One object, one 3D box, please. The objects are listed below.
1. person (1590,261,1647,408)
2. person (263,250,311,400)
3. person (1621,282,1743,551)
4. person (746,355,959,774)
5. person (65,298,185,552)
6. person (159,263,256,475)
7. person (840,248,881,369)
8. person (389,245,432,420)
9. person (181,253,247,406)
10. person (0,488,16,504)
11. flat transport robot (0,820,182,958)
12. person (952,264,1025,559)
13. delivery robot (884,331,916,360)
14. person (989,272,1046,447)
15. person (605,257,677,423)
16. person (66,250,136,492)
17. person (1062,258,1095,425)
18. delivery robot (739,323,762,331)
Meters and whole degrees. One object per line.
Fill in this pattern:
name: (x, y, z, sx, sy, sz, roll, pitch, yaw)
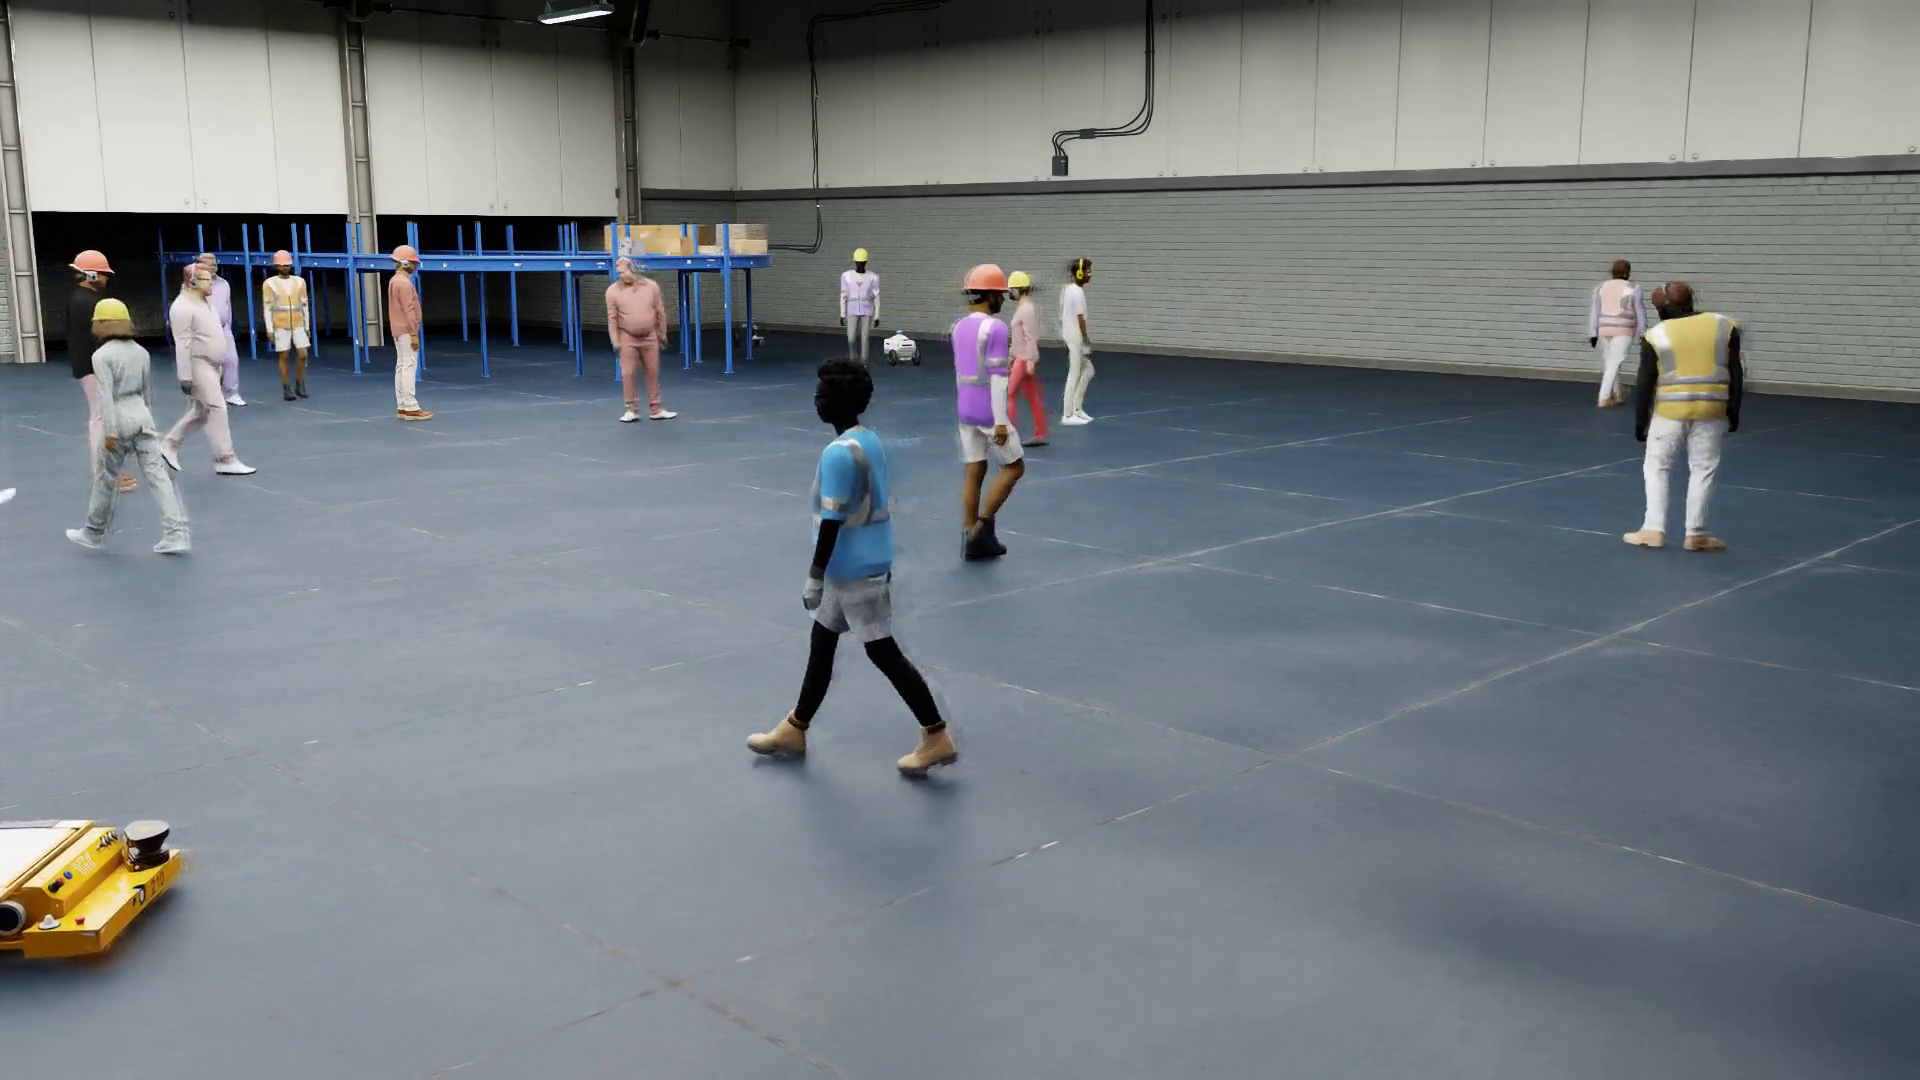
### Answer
person: (8.216, -2.560, 20.659, 0.963, 1.790, 0.630, -7, 13, -35)
person: (-8.621, -2.749, 21.348, 0.567, 1.914, 0.569, -8, 13, -37)
person: (4.891, -0.826, 11.217, 0.694, 1.809, 0.431, 2, 11, 13)
person: (-0.406, 0.099, 6.562, 0.902, 1.649, 0.544, 1, 10, 8)
person: (-5.599, -0.762, 11.116, 0.913, 1.687, 0.506, 3, 11, 18)
person: (-6.791, -1.520, 14.792, 0.872, 1.879, 0.651, -1, 10, -5)
person: (-1.496, -3.403, 24.930, 0.620, 1.911, 0.420, 0, 10, 0)
person: (-6.378, -2.397, 19.231, 0.399, 1.992, 0.622, -7, 12, -33)
person: (-9.134, -2.553, 20.393, 0.747, 1.882, 0.650, 8, 13, 38)
person: (-7.766, -1.067, 12.488, 0.520, 1.807, 1.015, 7, 12, 32)
flat transport robot: (-3.258, 1.075, 5.111, 1.431, 0.197, 0.652, -1, 10, -5)
person: (0.183, -0.832, 10.879, 0.407, 1.922, 0.585, -7, 13, -34)
delivery robot: (-0.994, -3.197, 27.375, 0.477, 0.478, 0.707, -4, 11, -21)
person: (0.530, -1.792, 16.597, 0.757, 1.736, 0.556, -1, 10, -3)
person: (-3.604, -2.280, 18.959, 0.806, 1.865, 0.416, -5, 11, -25)
person: (-7.134, -1.392, 13.776, 0.418, 1.988, 0.635, -6, 12, -32)
person: (1.375, -2.209, 18.583, 0.540, 1.851, 0.577, -1, 10, -4)
delivery robot: (-4.008, -4.117, 31.682, 0.335, 0.223, 0.698, -6, 12, -28)
